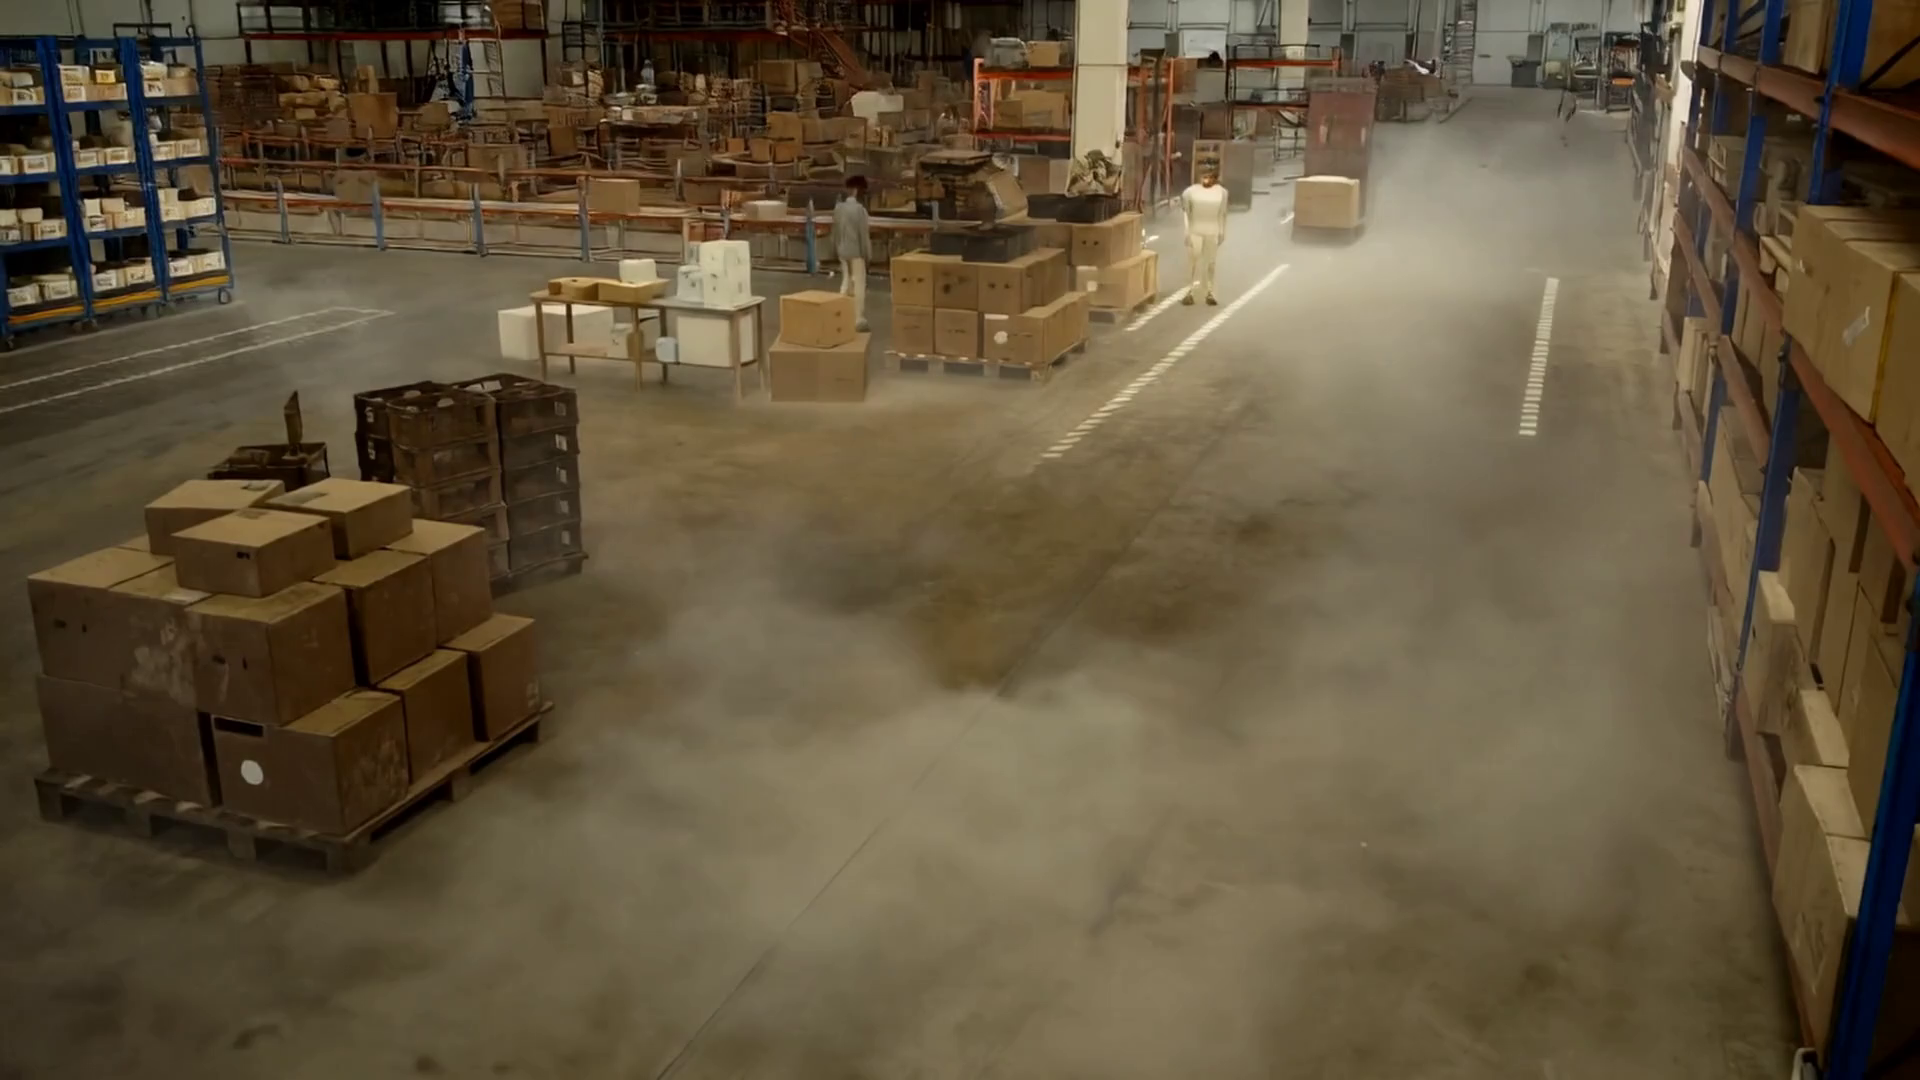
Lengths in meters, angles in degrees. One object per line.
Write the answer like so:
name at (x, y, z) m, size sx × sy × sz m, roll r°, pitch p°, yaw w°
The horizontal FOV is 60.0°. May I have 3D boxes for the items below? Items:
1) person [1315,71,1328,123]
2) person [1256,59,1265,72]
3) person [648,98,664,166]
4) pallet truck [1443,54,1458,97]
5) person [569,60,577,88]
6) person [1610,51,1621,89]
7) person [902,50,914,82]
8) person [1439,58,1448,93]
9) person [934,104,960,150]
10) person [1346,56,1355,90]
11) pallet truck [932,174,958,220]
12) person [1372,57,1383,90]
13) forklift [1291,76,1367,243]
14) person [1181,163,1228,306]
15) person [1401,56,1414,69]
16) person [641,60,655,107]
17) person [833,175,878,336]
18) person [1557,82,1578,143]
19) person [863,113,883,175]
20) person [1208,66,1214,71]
person at (12.113, -14.766, 55.914) m, size 0.683 × 2.000 × 0.813 m, roll -13°, pitch 22°, yaw -36°
person at (14.702, -22.857, 81.881) m, size 0.506 × 1.703 × 0.787 m, roll -9°, pitch 20°, yaw -26°
person at (-7.909, -10.653, 43.475) m, size 0.503 × 1.750 × 0.542 m, roll -17°, pitch 24°, yaw -42°
pallet truck at (22.765, -21.886, 78.355) m, size 0.823 × 1.965 × 1.885 m, roll -4°, pitch 18°, yaw -14°
person at (-16.784, -19.974, 72.576) m, size 0.776 × 1.852 × 0.595 m, roll 10°, pitch 20°, yaw 29°
person at (33.524, -24.014, 85.141) m, size 0.552 × 1.935 × 0.367 m, roll 3°, pitch 18°, yaw 9°
person at (-3.022, -27.037, 94.878) m, size 0.653 × 1.791 × 0.918 m, roll -4°, pitch 18°, yaw -14°
person at (21.341, -20.446, 73.982) m, size 0.922 × 1.901 × 0.635 m, roll -3°, pitch 18°, yaw -11°
person at (-0.317, -9.546, 39.944) m, size 0.581 × 1.779 × 0.952 m, roll 6°, pitch 19°, yaw 19°
person at (20.035, -23.979, 85.417) m, size 0.535 × 1.700 × 0.318 m, roll -14°, pitch 23°, yaw -38°
pallet truck at (-0.507, -5.292, 27.348) m, size 0.653 × 1.274 × 1.630 m, roll 6°, pitch 19°, yaw 19°
person at (18.896, -20.902, 75.398) m, size 0.630 × 1.922 × 0.598 m, roll -13°, pitch 22°, yaw -36°
forklift at (6.598, -6.755, 29.381) m, size 1.129 × 2.768 × 1.873 m, roll 6°, pitch 19°, yaw 19°
person at (3.345, -4.185, 22.833) m, size 0.630 × 1.940 × 0.372 m, roll 0°, pitch 18°, yaw 1°
person at (21.362, -22.192, 79.599) m, size 0.629 × 1.832 × 0.430 m, roll -5°, pitch 18°, yaw -16°
person at (-12.578, -18.269, 66.933) m, size 0.609 × 2.034 × 0.397 m, roll -15°, pitch 23°, yaw -39°
person at (-1.307, -3.522, 20.675) m, size 0.393 × 1.985 × 0.611 m, roll -17°, pitch 24°, yaw -42°
person at (18.777, -13.203, 51.364) m, size 0.493 × 1.812 × 1.002 m, roll 16°, pitch 24°, yaw 41°
person at (-2.010, -9.006, 38.408) m, size 0.547 × 1.679 × 0.412 m, roll 5°, pitch 18°, yaw 17°
person at (9.932, -17.999, 66.453) m, size 0.993 × 1.820 × 0.497 m, roll -4°, pitch 18°, yaw -12°
